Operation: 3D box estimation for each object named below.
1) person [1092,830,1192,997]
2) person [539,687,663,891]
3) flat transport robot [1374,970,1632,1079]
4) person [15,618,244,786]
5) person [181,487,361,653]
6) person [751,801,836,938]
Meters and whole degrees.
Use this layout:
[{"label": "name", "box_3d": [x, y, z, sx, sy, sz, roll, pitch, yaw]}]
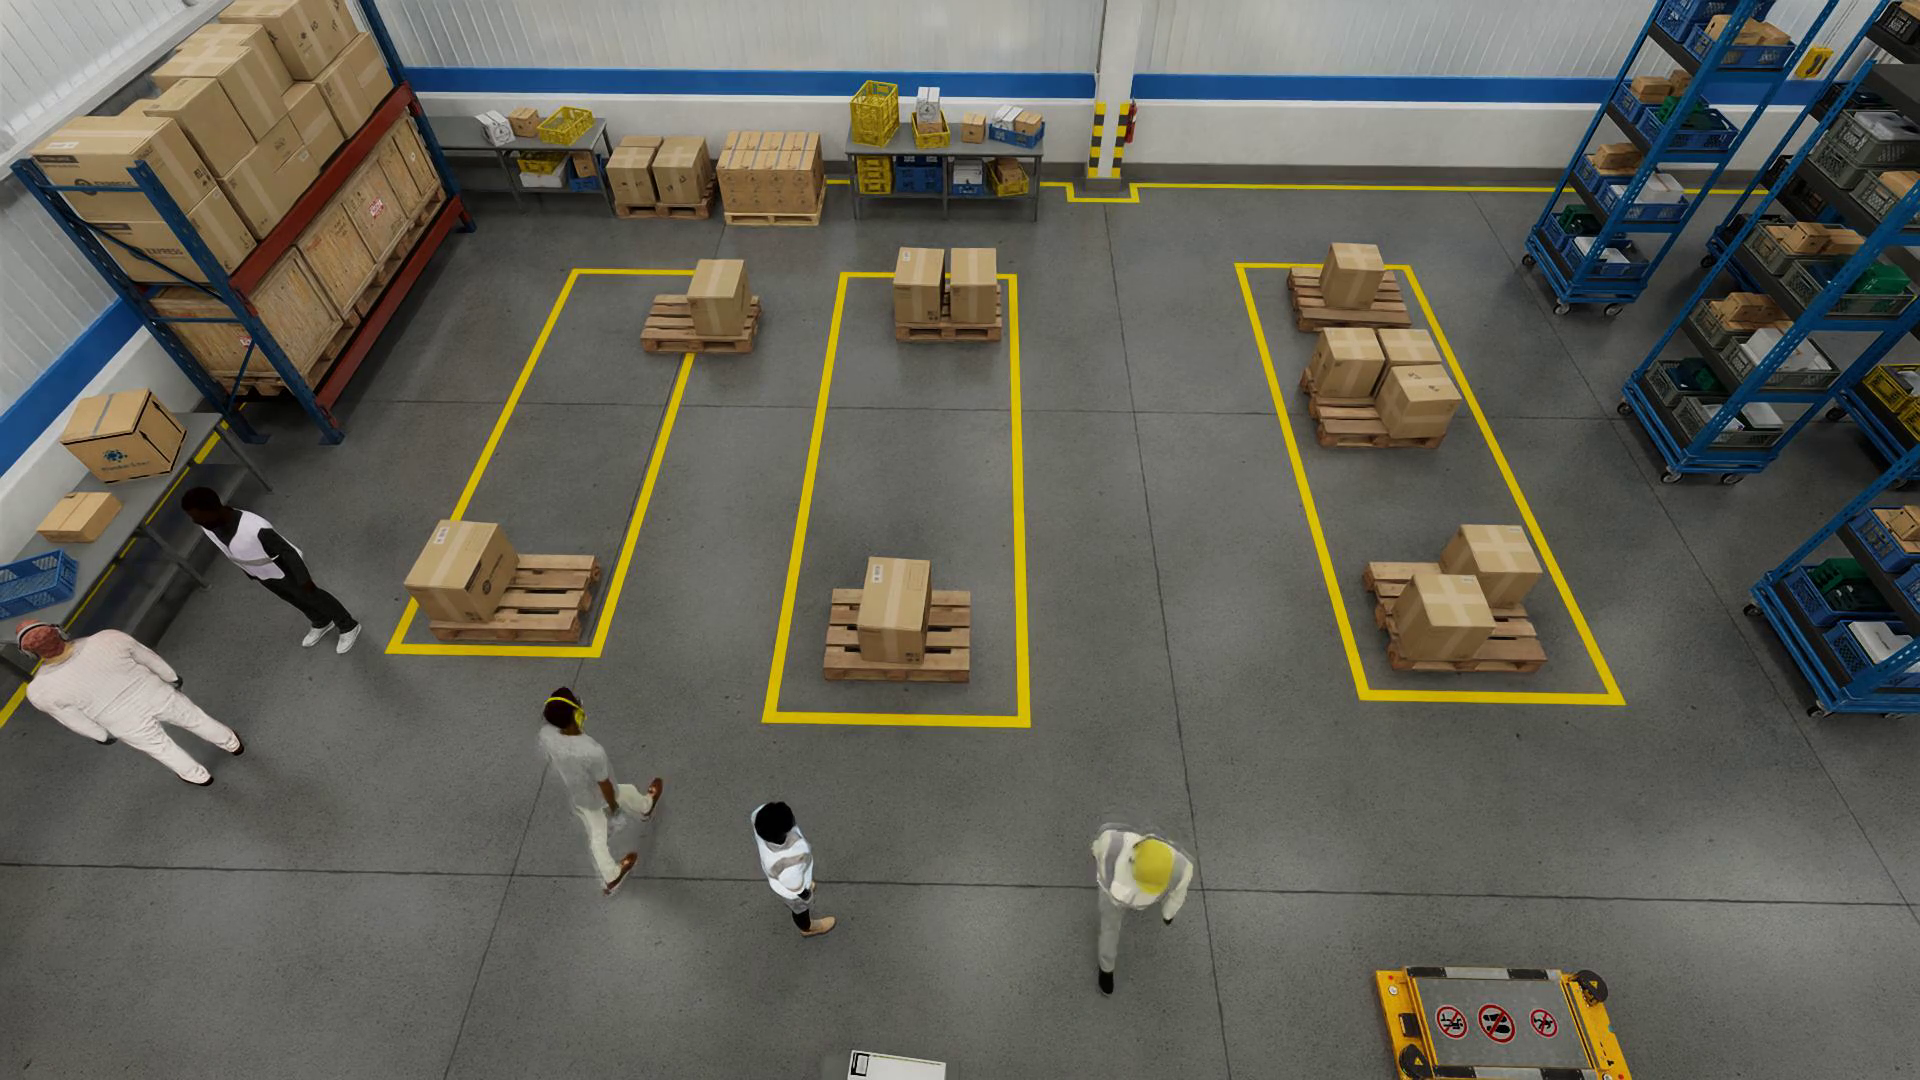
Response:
[{"label": "person", "box_3d": [1.107, 2.129, 5.790, 0.596, 1.752, 1.007, 10, 52, 8]}, {"label": "person", "box_3d": [-2.429, 1.630, 6.159, 0.525, 1.797, 0.947, 10, 51, 8]}, {"label": "flat transport robot", "box_3d": [3.501, 3.133, 5.914, 1.431, 0.197, 0.652, 1, 51, 1]}, {"label": "person", "box_3d": [-5.867, 1.148, 6.485, 0.408, 1.908, 0.645, 21, 54, 16]}, {"label": "person", "box_3d": [-5.397, 0.225, 7.230, 0.595, 1.917, 0.373, 11, 52, 9]}, {"label": "person", "box_3d": [-1.079, 2.092, 5.848, 0.316, 1.695, 0.542, -26, 55, -19]}]
